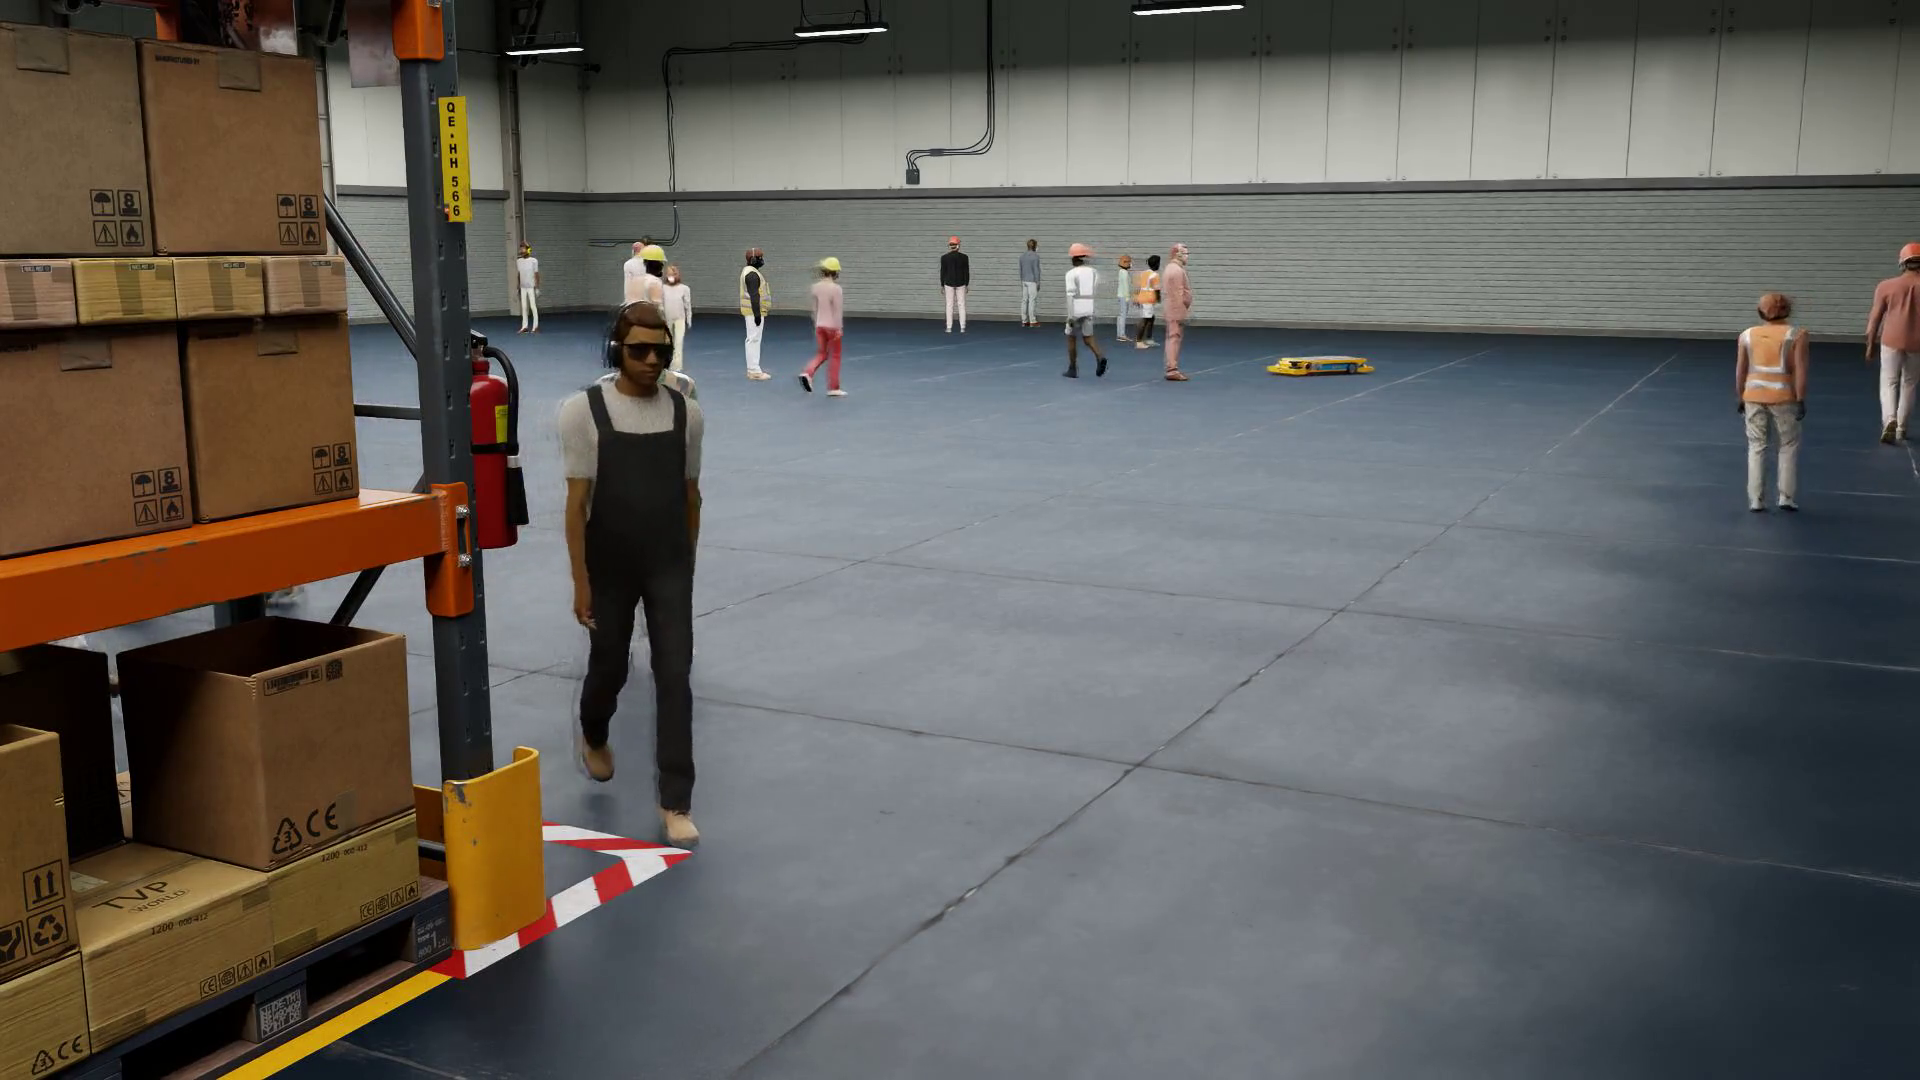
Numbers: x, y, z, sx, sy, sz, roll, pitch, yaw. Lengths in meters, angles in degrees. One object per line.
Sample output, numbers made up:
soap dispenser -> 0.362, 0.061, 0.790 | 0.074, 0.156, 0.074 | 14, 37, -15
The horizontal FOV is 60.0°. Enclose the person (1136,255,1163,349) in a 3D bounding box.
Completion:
person -> 3.416, -4.234, 29.643 | 0.672, 1.662, 0.540 | -4, 11, -22

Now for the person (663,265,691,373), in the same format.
person -> -4.112, -3.137, 23.856 | 0.512, 1.601, 0.816 | -1, 10, -4

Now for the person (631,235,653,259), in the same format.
person -> -7.532, -6.342, 40.125 | 0.688, 2.000, 0.536 | 4, 11, 22

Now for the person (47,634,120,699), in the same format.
person -> -4.063, -0.148, 7.037 | 0.971, 1.787, 0.657 | 5, 12, 27

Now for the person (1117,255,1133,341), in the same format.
person -> 3.177, -4.656, 32.048 | 0.280, 1.633, 0.500 | -1, 10, -7

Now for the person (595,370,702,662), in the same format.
person -> -1.484, -0.233, 7.910 | 0.522, 1.640, 0.305 | -3, 11, -18

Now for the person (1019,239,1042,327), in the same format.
person -> 1.558, -5.673, 36.755 | 0.379, 1.940, 0.629 | -7, 13, -34

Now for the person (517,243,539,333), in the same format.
person -> -8.968, -5.222, 34.491 | 0.533, 1.868, 0.310 | 3, 11, 18

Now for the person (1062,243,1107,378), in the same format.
person -> 1.752, -3.221, 23.463 | 0.560, 1.914, 0.736 | -7, 12, -32

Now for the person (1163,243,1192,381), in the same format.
person -> 3.044, -3.181, 23.260 | 0.404, 1.905, 0.651 | 0, 10, -2

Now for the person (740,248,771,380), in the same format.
person -> -2.875, -3.180, 23.432 | 0.429, 1.844, 0.627 | -2, 11, -13

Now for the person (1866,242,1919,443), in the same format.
person -> 9.225, -1.921, 16.259 | 0.622, 1.965, 0.925 | 5, 11, 24

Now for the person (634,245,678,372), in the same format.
person -> -3.294, -2.275, 18.291 | 0.650, 1.908, 0.612 | -7, 13, -34

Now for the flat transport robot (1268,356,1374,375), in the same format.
flat transport robot -> 5.297, -2.570, 24.389 | 1.431, 0.197, 0.652 | -5, 11, -24

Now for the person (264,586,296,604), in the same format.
person -> -4.122, -0.575, 8.841 | 1.064, 1.992, 0.631 | -3, 11, -18

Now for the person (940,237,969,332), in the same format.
person -> -0.106, -5.336, 34.787 | 0.608, 1.988, 0.392 | 0, 10, -2

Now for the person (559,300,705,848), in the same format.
person -> -1.132, 0.086, 5.727 | 0.504, 1.818, 0.791 | -5, 11, -25

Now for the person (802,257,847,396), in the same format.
person -> -1.691, -2.666, 20.865 | 0.524, 1.758, 0.518 | 10, 14, 43

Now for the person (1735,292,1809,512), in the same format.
person -> 5.938, -1.012, 12.221 | 0.426, 1.603, 0.551 | -10, 14, -42

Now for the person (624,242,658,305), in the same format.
person -> -5.464, -4.133, 28.459 | 0.644, 1.903, 0.399 | -8, 13, -36
